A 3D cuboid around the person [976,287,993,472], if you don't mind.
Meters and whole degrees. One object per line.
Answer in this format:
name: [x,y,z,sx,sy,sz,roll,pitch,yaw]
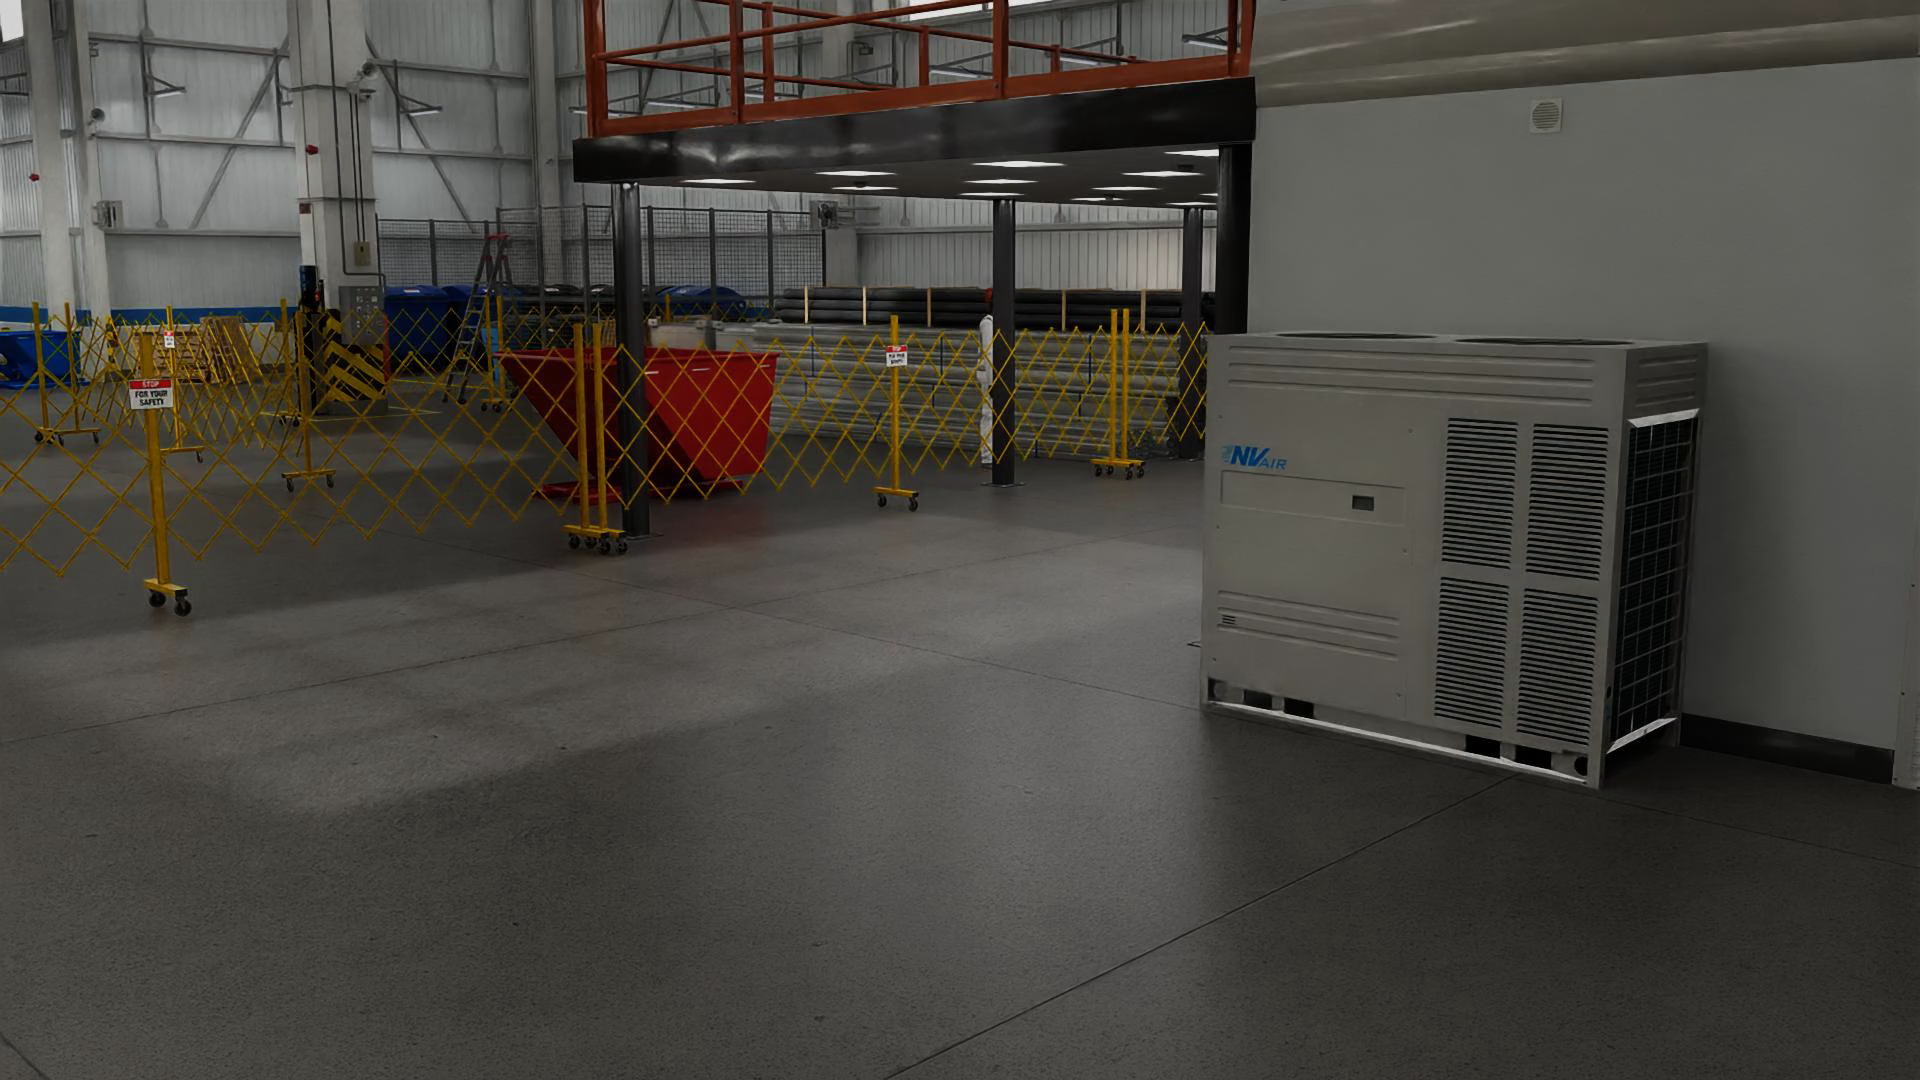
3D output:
person: [0.351,-1.632,17.002,0.355,1.882,0.575,1,9,7]
